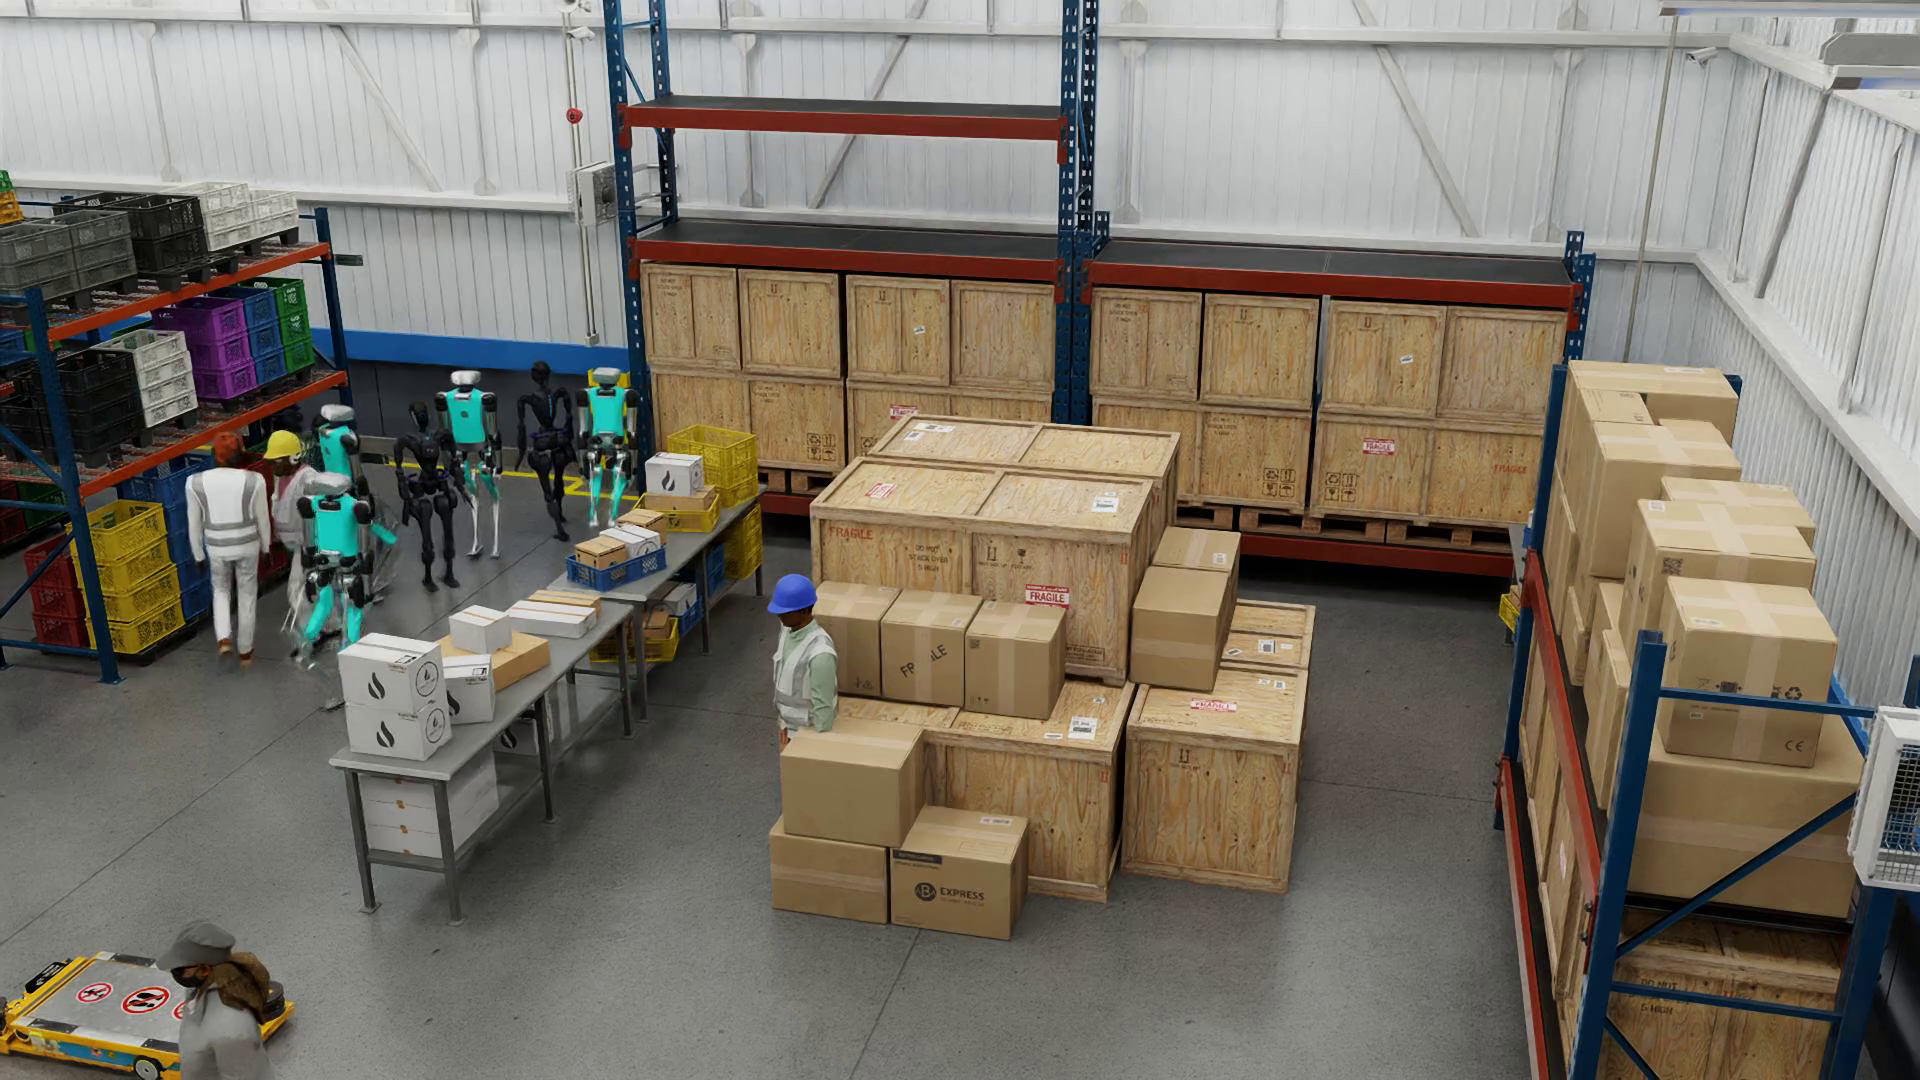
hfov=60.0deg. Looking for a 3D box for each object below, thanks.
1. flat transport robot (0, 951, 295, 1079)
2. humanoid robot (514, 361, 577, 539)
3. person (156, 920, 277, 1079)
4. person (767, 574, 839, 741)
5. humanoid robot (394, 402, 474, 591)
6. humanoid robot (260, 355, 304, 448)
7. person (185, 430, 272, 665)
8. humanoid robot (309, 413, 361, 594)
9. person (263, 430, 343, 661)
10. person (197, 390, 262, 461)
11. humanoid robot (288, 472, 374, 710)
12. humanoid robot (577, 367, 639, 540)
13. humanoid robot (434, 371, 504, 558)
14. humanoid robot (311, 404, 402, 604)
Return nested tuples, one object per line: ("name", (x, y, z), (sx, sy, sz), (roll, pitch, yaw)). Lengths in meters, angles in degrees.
("flat transport robot", (-4.270, 2.464, 8.601), (1.431, 0.231, 0.659), (5, 22, 13))
("humanoid robot", (-3.801, -0.845, 15.353), (0.602, 1.642, 0.742), (-17, 26, -37))
("person", (-2.969, 2.328, 6.855), (0.397, 1.766, 0.564), (-12, 24, -29))
("person", (-0.918, 1.094, 9.851), (0.411, 1.939, 0.602), (-10, 23, -24))
("humanoid robot", (-4.449, -0.384, 14.082), (0.600, 1.646, 0.345), (-15, 26, -34))
("humanoid robot", (-6.472, -1.076, 15.884), (0.308, 1.652, 0.612), (2, 21, 6))
("person", (-5.506, 0.067, 12.649), (0.577, 1.850, 0.418), (-5, 22, -14))
("humanoid robot", (-5.179, -0.266, 13.781), (0.589, 1.638, 0.322), (15, 25, 34))
("person", (-5.133, 0.025, 12.819), (0.635, 1.812, 0.612), (-17, 27, -38))
("person", (-7.065, -1.345, 16.078), (0.607, 2.048, 0.365), (-9, 23, -21))
("humanoid robot", (-4.486, 0.441, 11.832), (0.574, 1.782, 0.672), (3, 21, 7))
("humanoid robot", (-3.051, -0.545, 14.468), (0.565, 1.806, 0.815), (-3, 21, -8))
("humanoid robot", (-4.283, -0.720, 14.775), (0.535, 1.729, 0.704), (-1, 21, -2))
("humanoid robot", (-4.896, -0.327, 13.796), (0.546, 1.762, 0.700), (15, 25, 34))
